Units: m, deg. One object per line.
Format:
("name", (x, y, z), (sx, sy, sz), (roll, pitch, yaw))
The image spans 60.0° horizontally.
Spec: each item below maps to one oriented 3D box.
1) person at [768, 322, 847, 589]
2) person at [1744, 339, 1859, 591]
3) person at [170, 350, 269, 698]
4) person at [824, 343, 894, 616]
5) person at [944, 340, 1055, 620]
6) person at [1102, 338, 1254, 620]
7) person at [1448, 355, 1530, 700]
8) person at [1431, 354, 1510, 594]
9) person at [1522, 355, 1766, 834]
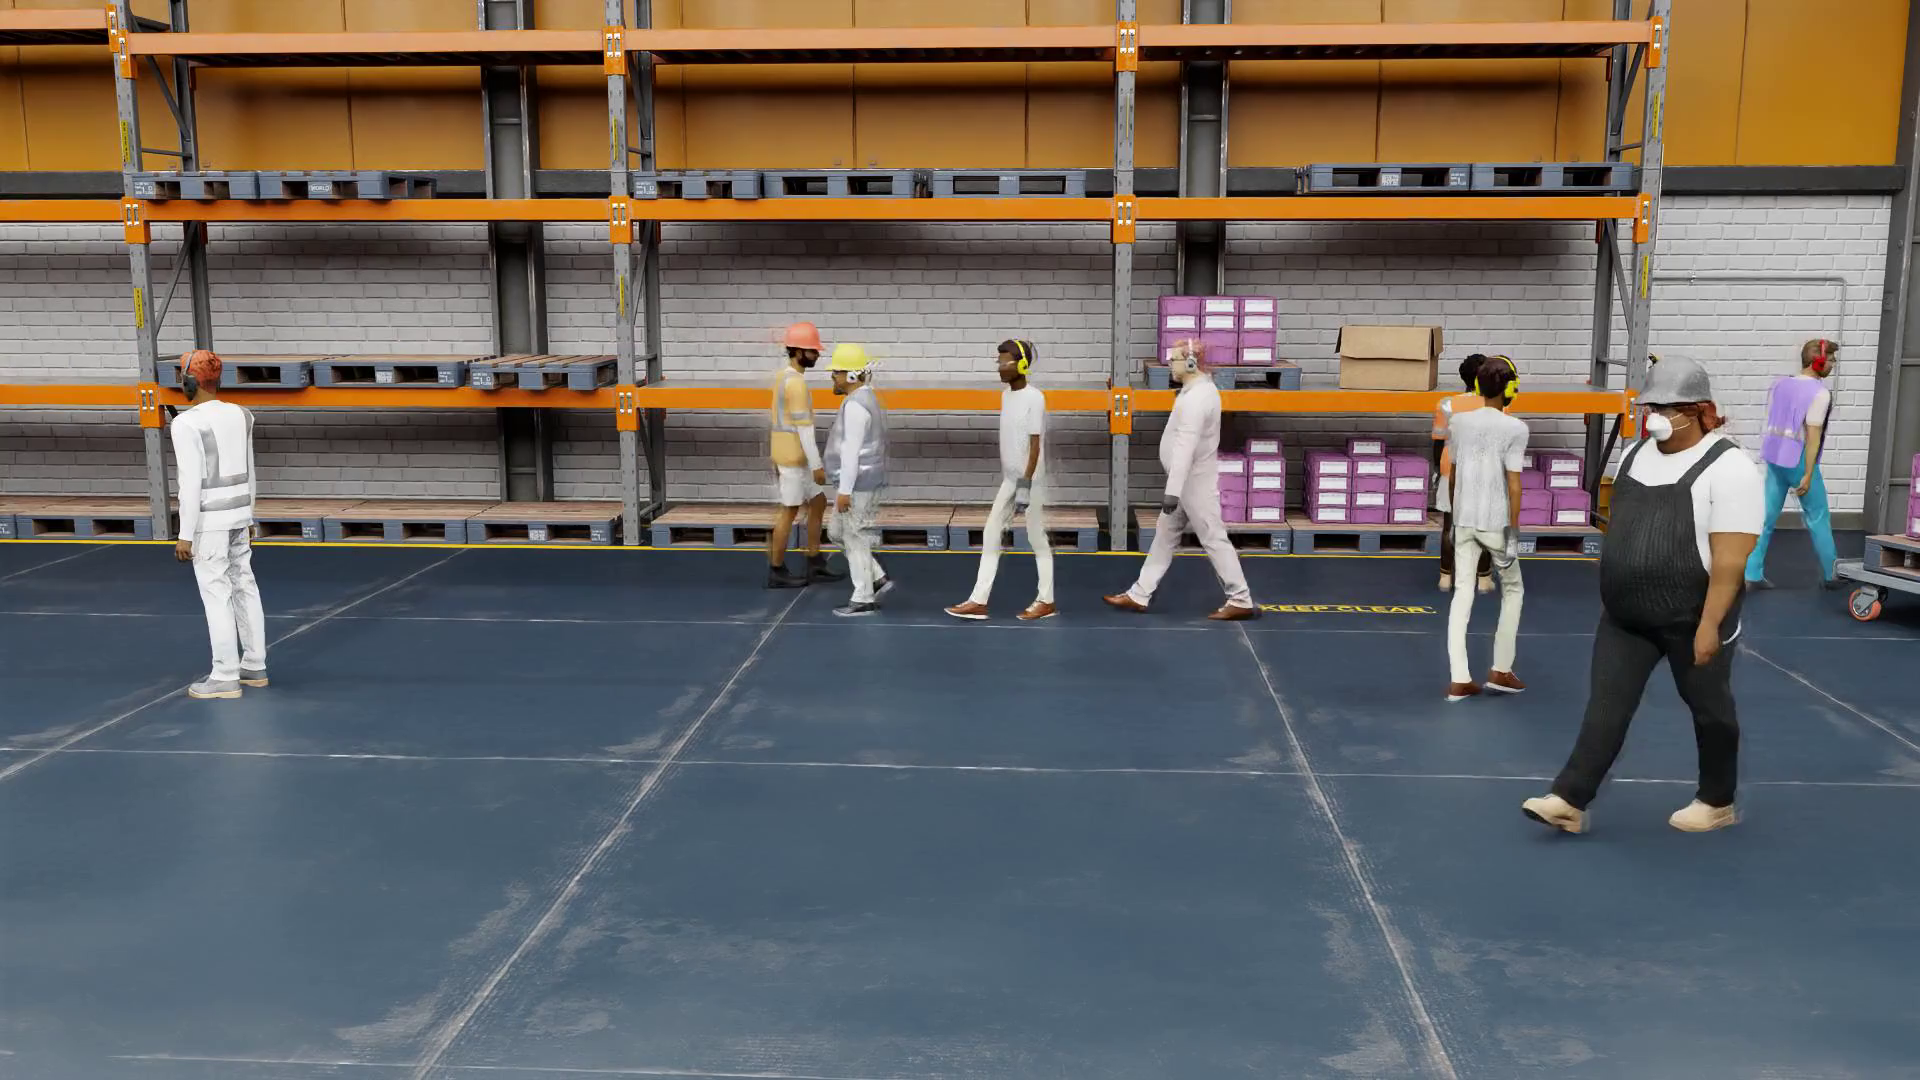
("person", (-1.062, -0.590, 11.871), (0.738, 1.908, 0.549), (-2, 10, -11))
("person", (6.015, -0.517, 11.793), (0.957, 1.793, 0.589), (-2, 10, -13))
("person", (-4.016, -0.085, 8.994), (0.337, 1.882, 0.583), (2, 10, 13))
("person", (-0.701, -0.390, 10.991), (0.417, 1.818, 0.599), (-1, 10, -3))
("person", (0.292, -0.360, 10.735), (0.873, 1.836, 0.540), (-6, 11, -30))
("person", (1.473, -0.387, 10.861), (1.016, 1.850, 0.670), (1, 10, 8))
("person", (2.855, -0.069, 9.001), (0.515, 1.847, 0.650), (9, 13, 44))
("person", (3.606, -0.465, 11.766), (0.542, 1.695, 0.316), (4, 11, 23))
("person", (2.823, 0.224, 6.726), (1.003, 2.000, 0.703), (-5, 11, -25))
